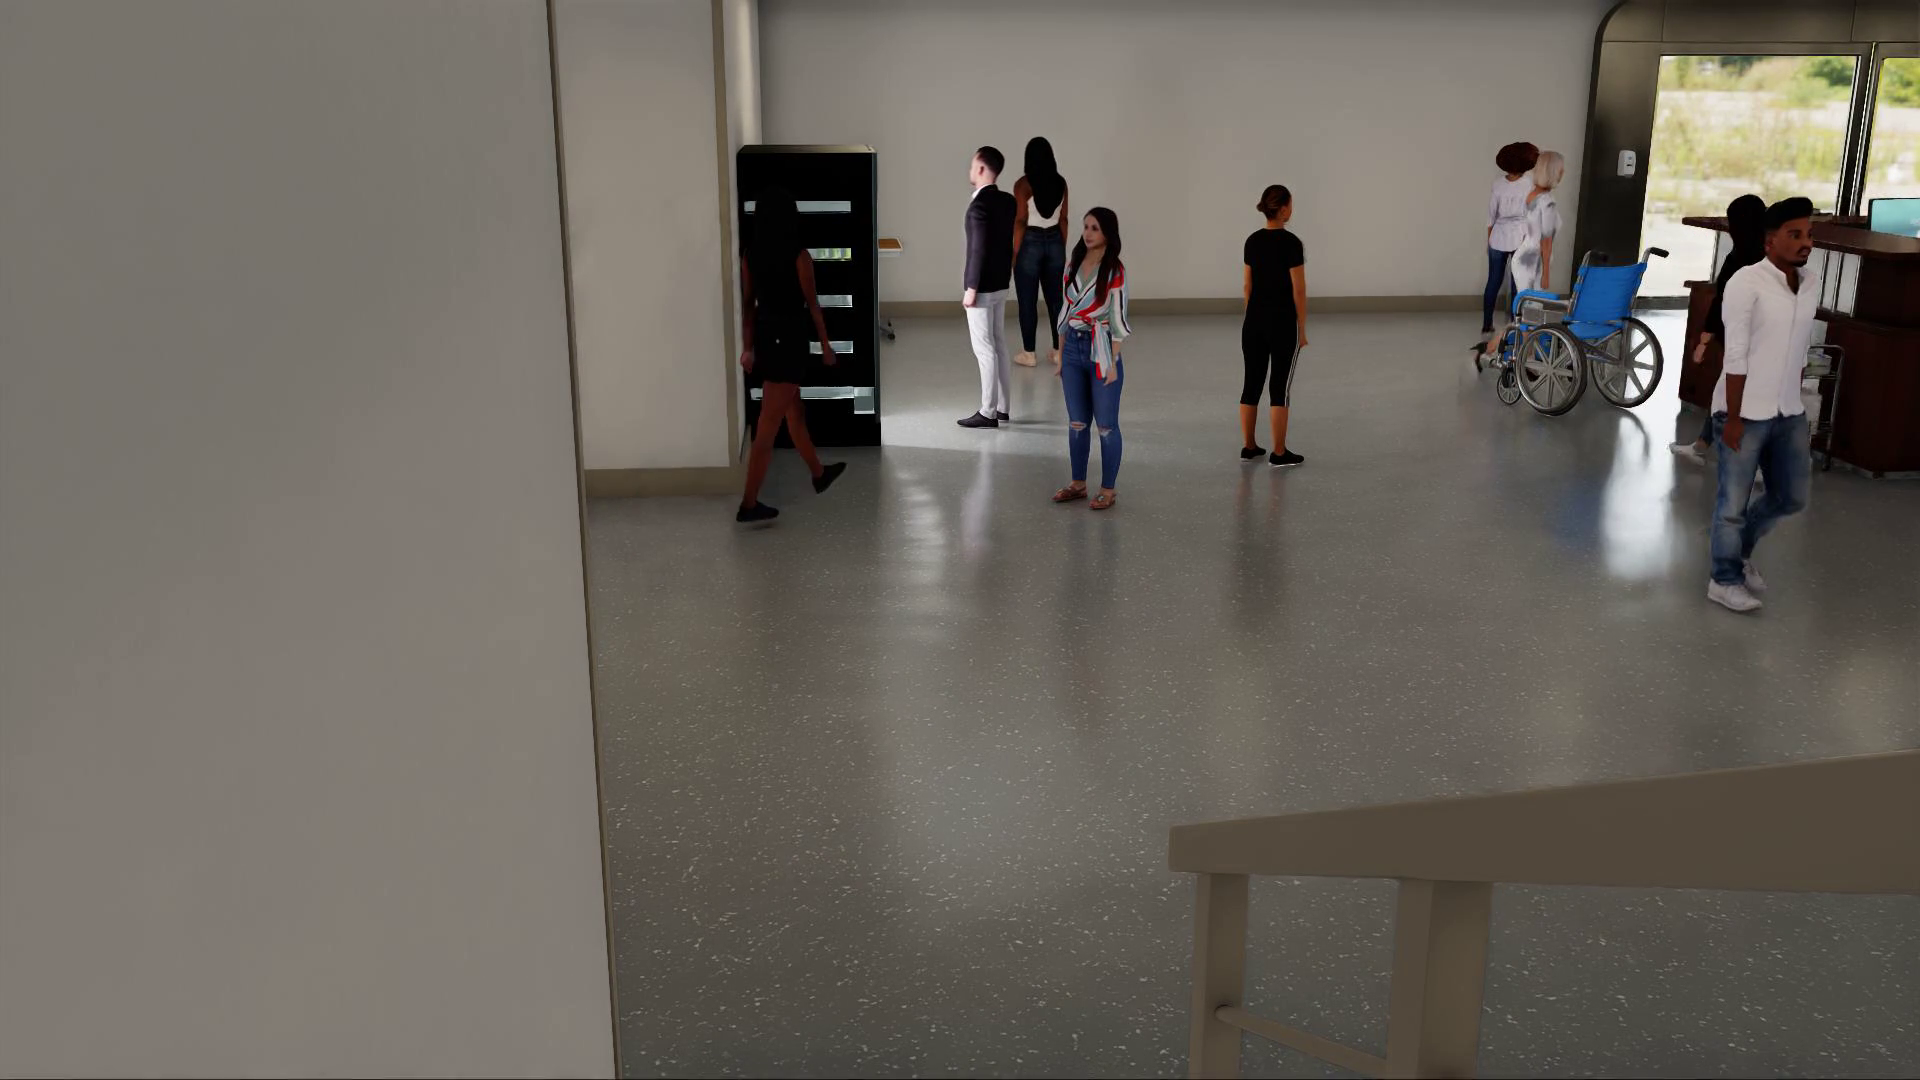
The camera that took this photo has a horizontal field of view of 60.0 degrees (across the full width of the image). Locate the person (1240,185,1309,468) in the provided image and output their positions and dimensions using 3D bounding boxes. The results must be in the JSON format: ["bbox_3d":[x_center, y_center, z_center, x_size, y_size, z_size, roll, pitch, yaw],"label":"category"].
[{"bbox_3d":[1.873,-1.292,9.999,0.726,1.669,0.651,-15,22,-43],"label":"person"}]

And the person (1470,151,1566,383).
[{"bbox_3d":[4.207,-2.011,12.434,0.658,1.733,0.839,-1,16,-4],"label":"person"}]

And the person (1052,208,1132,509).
[{"bbox_3d":[0.726,-0.990,9.030,0.660,1.615,0.718,13,20,38],"label":"person"}]

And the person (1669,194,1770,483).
[{"bbox_3d":[4.574,-1.129,9.531,0.967,1.609,1.093,-12,20,-36],"label":"person"}]

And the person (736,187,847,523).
[{"bbox_3d":[-0.993,-0.909,8.596,1.102,1.693,1.159,13,20,39],"label":"person"}]

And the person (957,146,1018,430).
[{"bbox_3d":[0.196,-1.673,11.029,0.800,1.844,0.692,9,18,28],"label":"person"}]

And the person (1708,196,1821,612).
[{"bbox_3d":[3.455,-0.599,7.305,0.682,1.798,0.724,-4,16,-13],"label":"person"}]

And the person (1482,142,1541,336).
[{"bbox_3d":[4.934,-2.700,14.916,0.744,1.711,0.805,13,20,38],"label":"person"}]

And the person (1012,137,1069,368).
[{"bbox_3d":[0.646,-2.310,13.355,0.713,1.807,0.695,-6,17,-21],"label":"person"}]
